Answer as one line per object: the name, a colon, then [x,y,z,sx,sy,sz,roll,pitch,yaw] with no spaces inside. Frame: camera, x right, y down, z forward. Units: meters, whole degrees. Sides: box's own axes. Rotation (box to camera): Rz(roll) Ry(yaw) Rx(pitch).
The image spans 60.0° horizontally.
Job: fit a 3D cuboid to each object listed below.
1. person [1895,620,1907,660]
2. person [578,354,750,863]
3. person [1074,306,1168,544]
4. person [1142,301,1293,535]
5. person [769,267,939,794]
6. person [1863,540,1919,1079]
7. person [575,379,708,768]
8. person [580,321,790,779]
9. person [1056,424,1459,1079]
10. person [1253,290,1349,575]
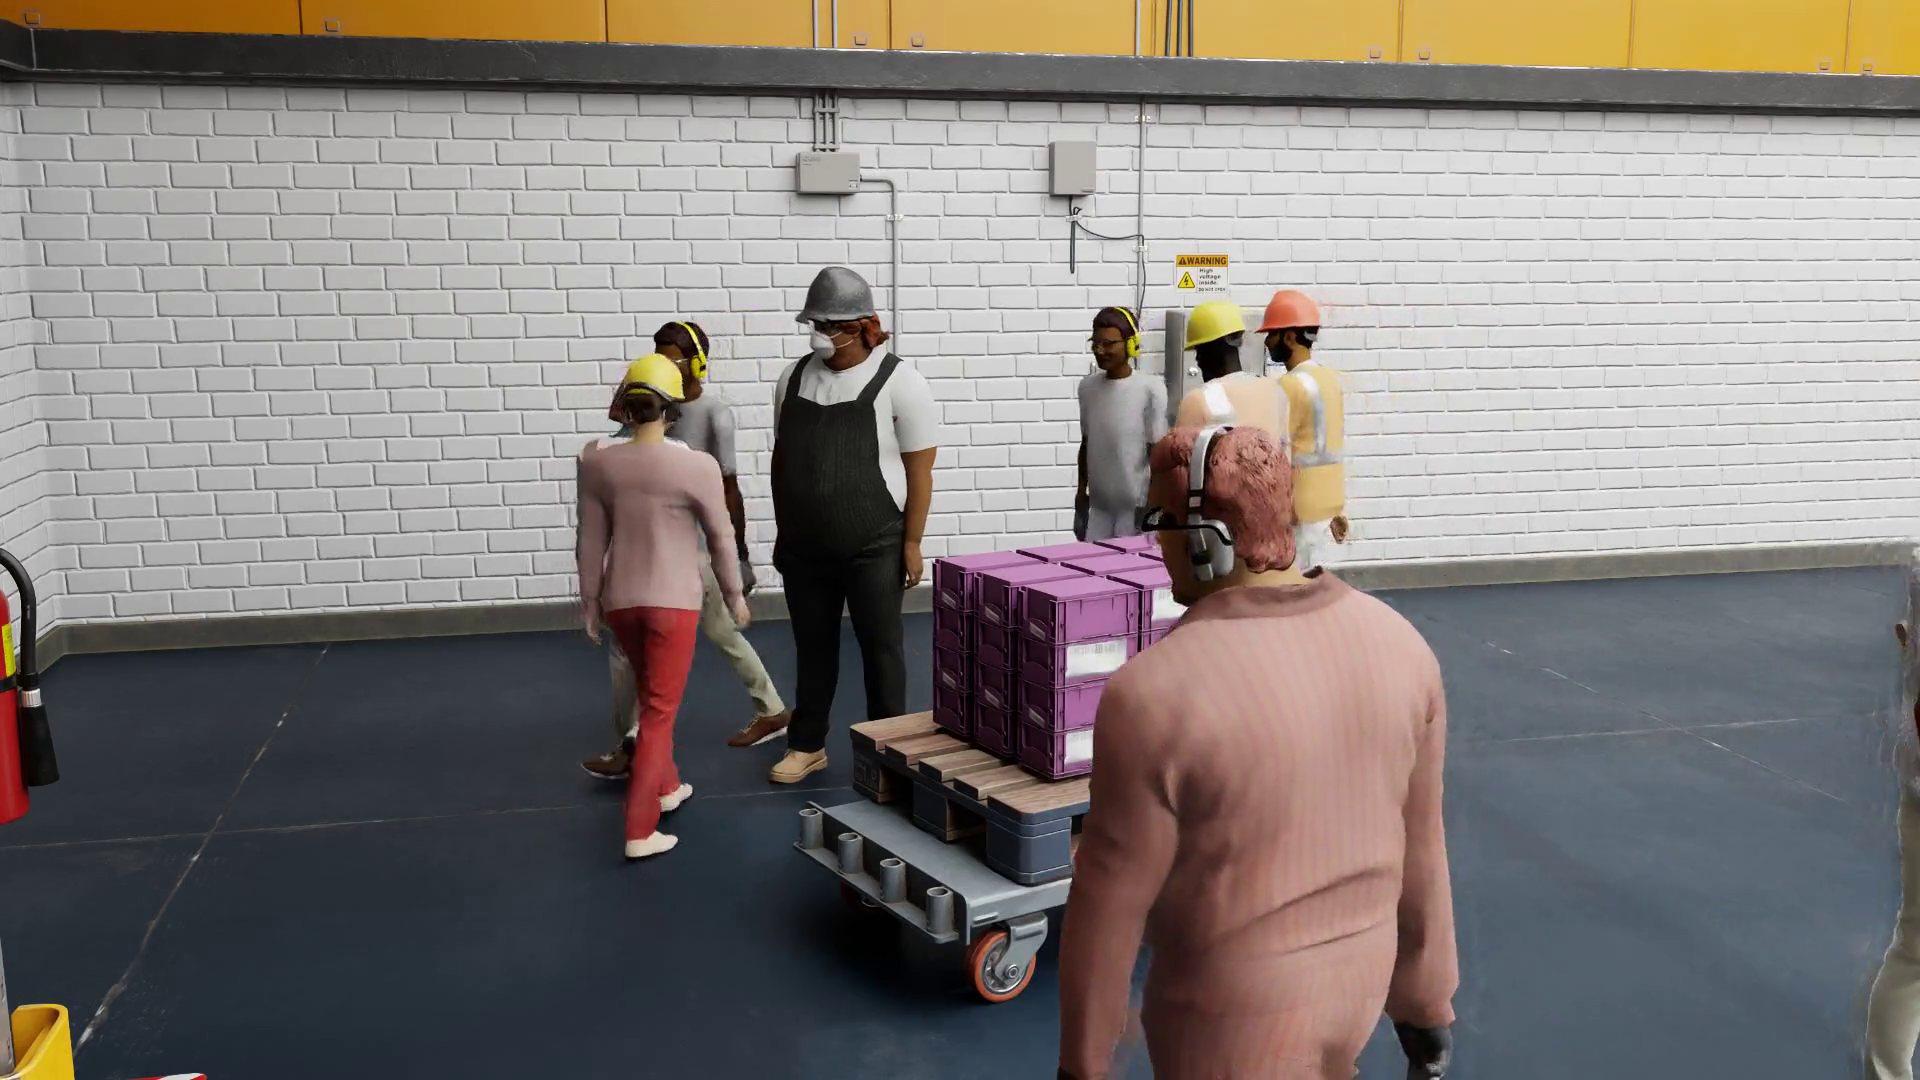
person: [4.907,-0.163,7.762,0.729,1.814,0.622,1,10,6]
person: [-1.030,0.215,5.881,0.534,1.733,0.793,4,11,19]
person: [0.752,-0.145,7.589,0.517,1.847,0.585,9,14,41]
person: [1.055,-0.053,6.983,0.613,1.867,0.943,-10,14,-43]
person: [-0.456,-0.032,6.405,0.676,2.000,0.536,5,11,24]
person: [2.253,0.569,3.616,0.532,1.842,0.544,-3,11,-17]
person: [-1.288,0.145,6.594,0.530,1.617,0.656,2,10,11]
person: [-1.091,0.025,6.748,0.991,1.811,0.542,-6,12,-32]
person: [0.443,0.736,2.694,0.663,1.845,1.031,-7,12,-34]
person: [1.438,-0.153,7.465,0.831,1.902,0.567,5,11,26]
